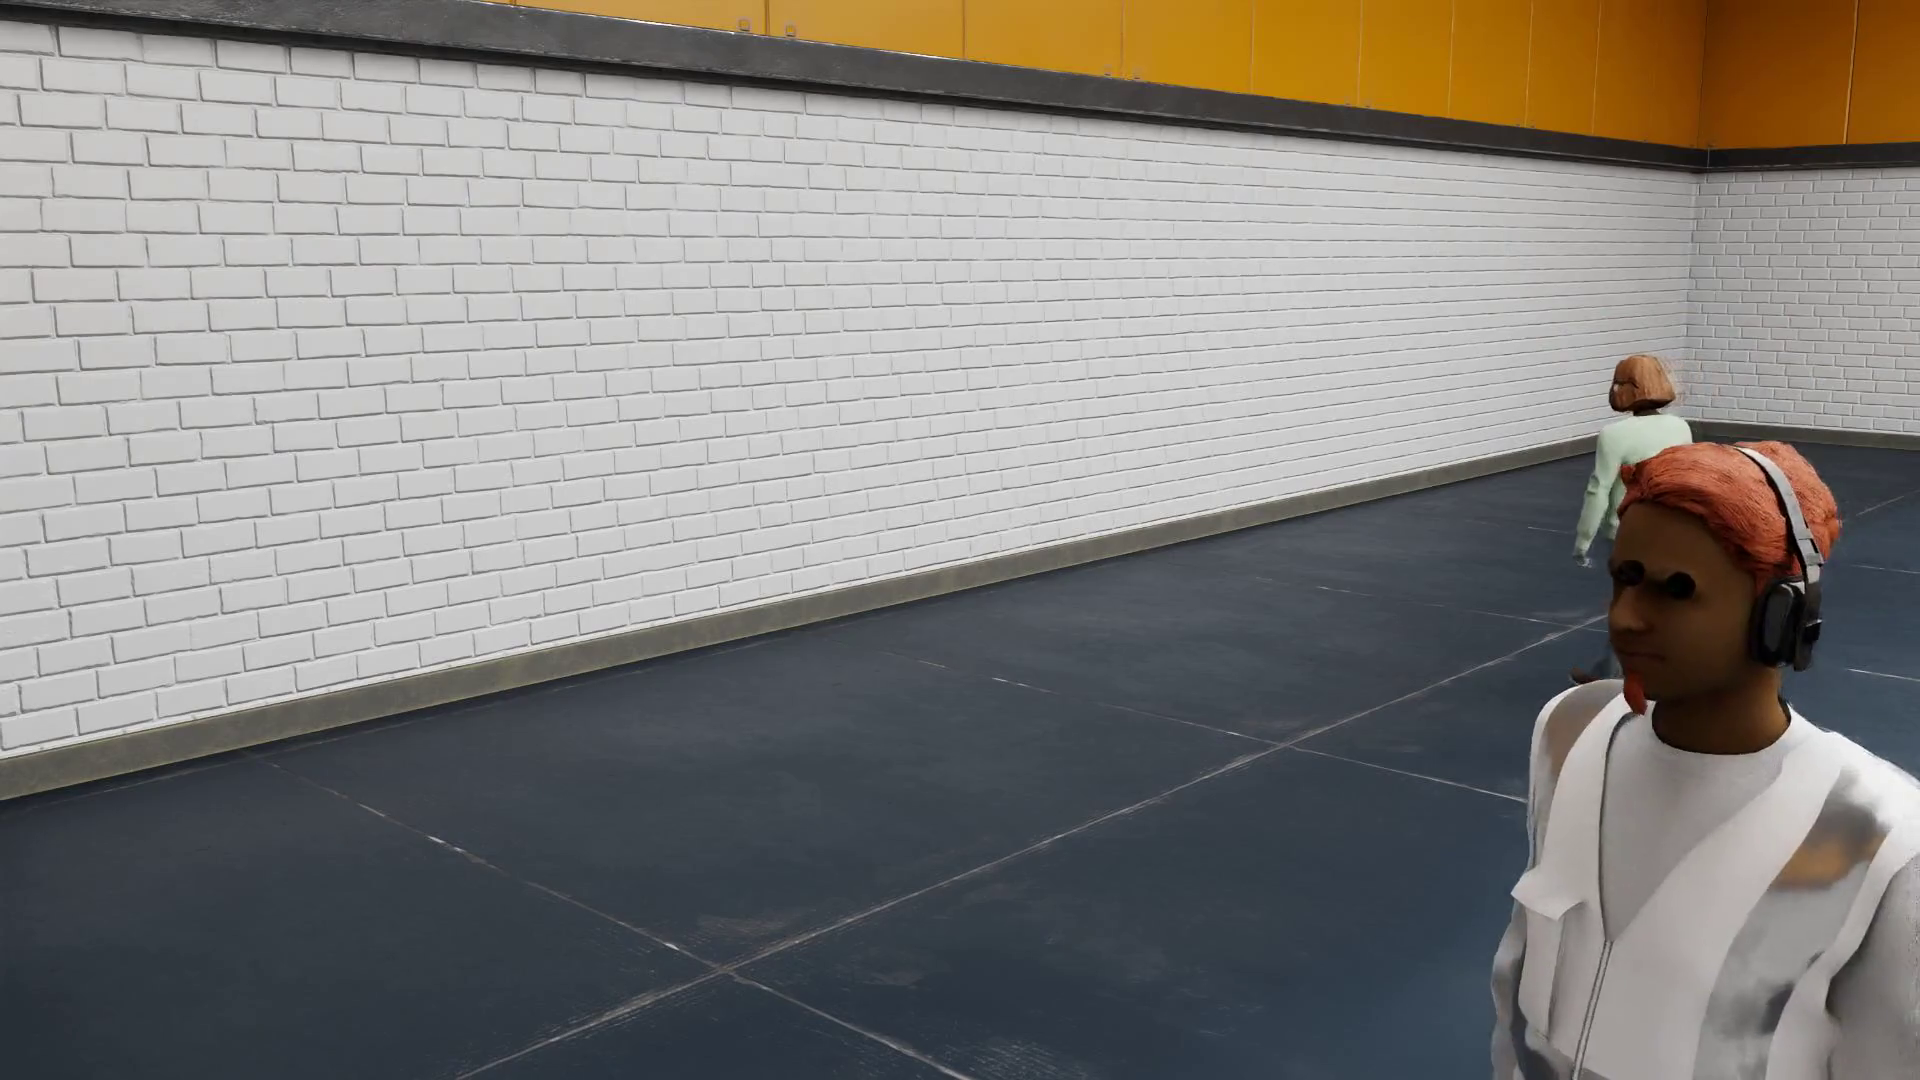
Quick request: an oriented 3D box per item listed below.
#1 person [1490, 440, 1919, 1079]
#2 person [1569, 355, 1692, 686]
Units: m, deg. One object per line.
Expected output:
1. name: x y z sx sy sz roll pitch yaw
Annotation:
1. person: 0.793 0.824 1.878 0.405 1.888 0.582 -4 11 -23
2. person: 2.917 -0.014 7.393 0.529 1.606 0.723 -5 11 -24
